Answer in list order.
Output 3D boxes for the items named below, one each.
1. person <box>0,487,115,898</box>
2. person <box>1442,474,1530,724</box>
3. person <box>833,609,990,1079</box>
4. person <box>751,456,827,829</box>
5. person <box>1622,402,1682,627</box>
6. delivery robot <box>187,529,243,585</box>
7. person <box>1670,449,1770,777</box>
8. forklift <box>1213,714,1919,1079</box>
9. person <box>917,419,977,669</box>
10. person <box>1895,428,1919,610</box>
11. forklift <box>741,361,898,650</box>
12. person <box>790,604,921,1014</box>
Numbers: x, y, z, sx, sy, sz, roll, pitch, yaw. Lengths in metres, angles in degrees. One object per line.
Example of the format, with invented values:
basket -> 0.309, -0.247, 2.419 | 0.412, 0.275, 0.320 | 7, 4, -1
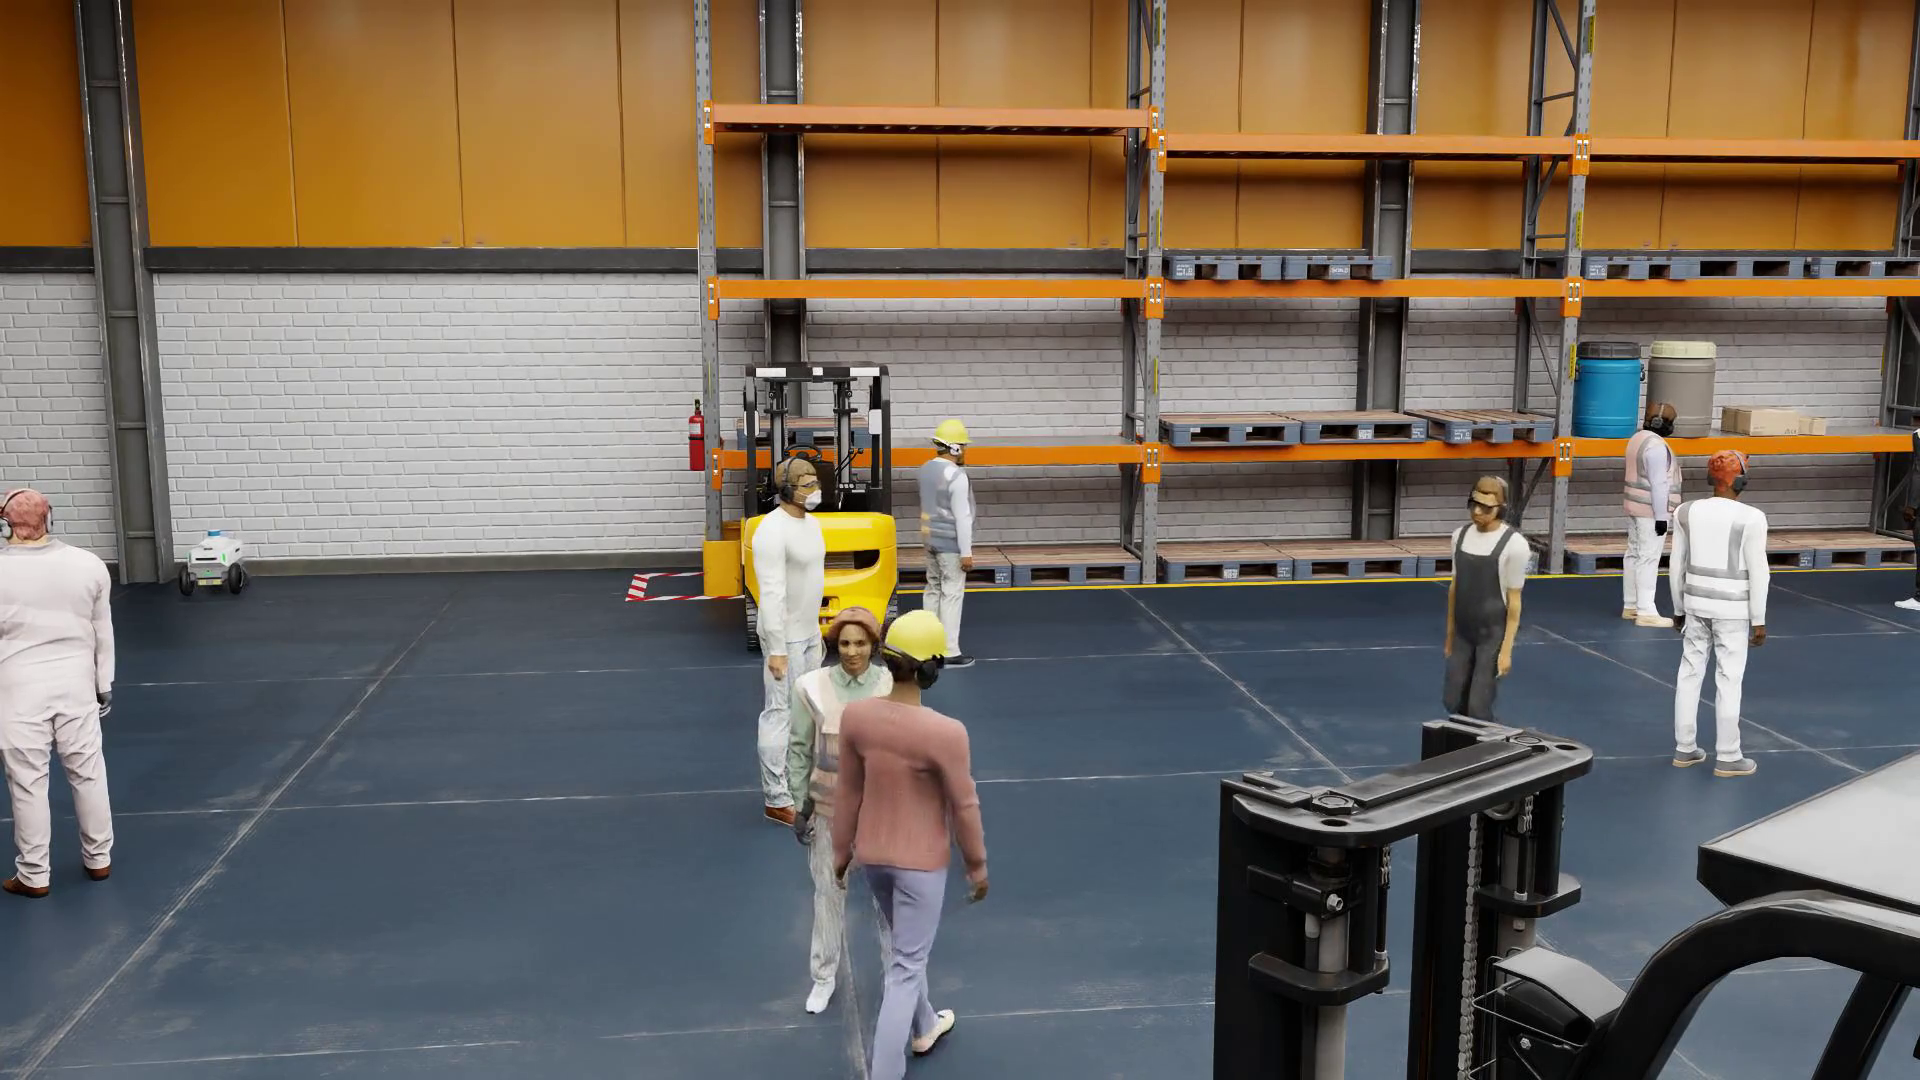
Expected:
person -> -4.278, 0.702, 7.750 | 0.410, 1.912, 0.641 | 8, 12, 40
person -> 2.902, 0.530, 9.097 | 0.570, 1.823, 0.514 | -6, 11, -33
person -> -0.117, 1.091, 5.865 | 0.540, 1.731, 0.802 | 6, 11, 35
person -> -0.875, 0.524, 8.766 | 0.371, 1.940, 0.627 | 3, 9, 16
person -> 5.696, -0.214, 13.703 | 0.429, 1.837, 0.621 | 0, 9, 3
delivery robot -> -6.784, 0.145, 15.147 | 0.477, 0.478, 0.707 | -2, 9, -12
person -> 4.378, 0.418, 9.603 | 0.353, 1.883, 0.572 | -6, 11, -35
forklift -> 1.441, 1.425, 2.350 | 1.214, 2.155, 2.313 | -7, 12, -39
person -> -0.075, 0.026, 12.238 | 0.403, 1.823, 0.590 | -5, 11, -30
person -> 8.356, -0.344, 14.248 | 0.597, 1.916, 0.371 | -4, 10, -22
forklift -> -1.154, -0.340, 13.365 | 1.214, 2.155, 2.313 | -1, 9, -7
person -> -0.395, 1.050, 6.458 | 0.514, 1.631, 0.320 | 0, 9, 2
